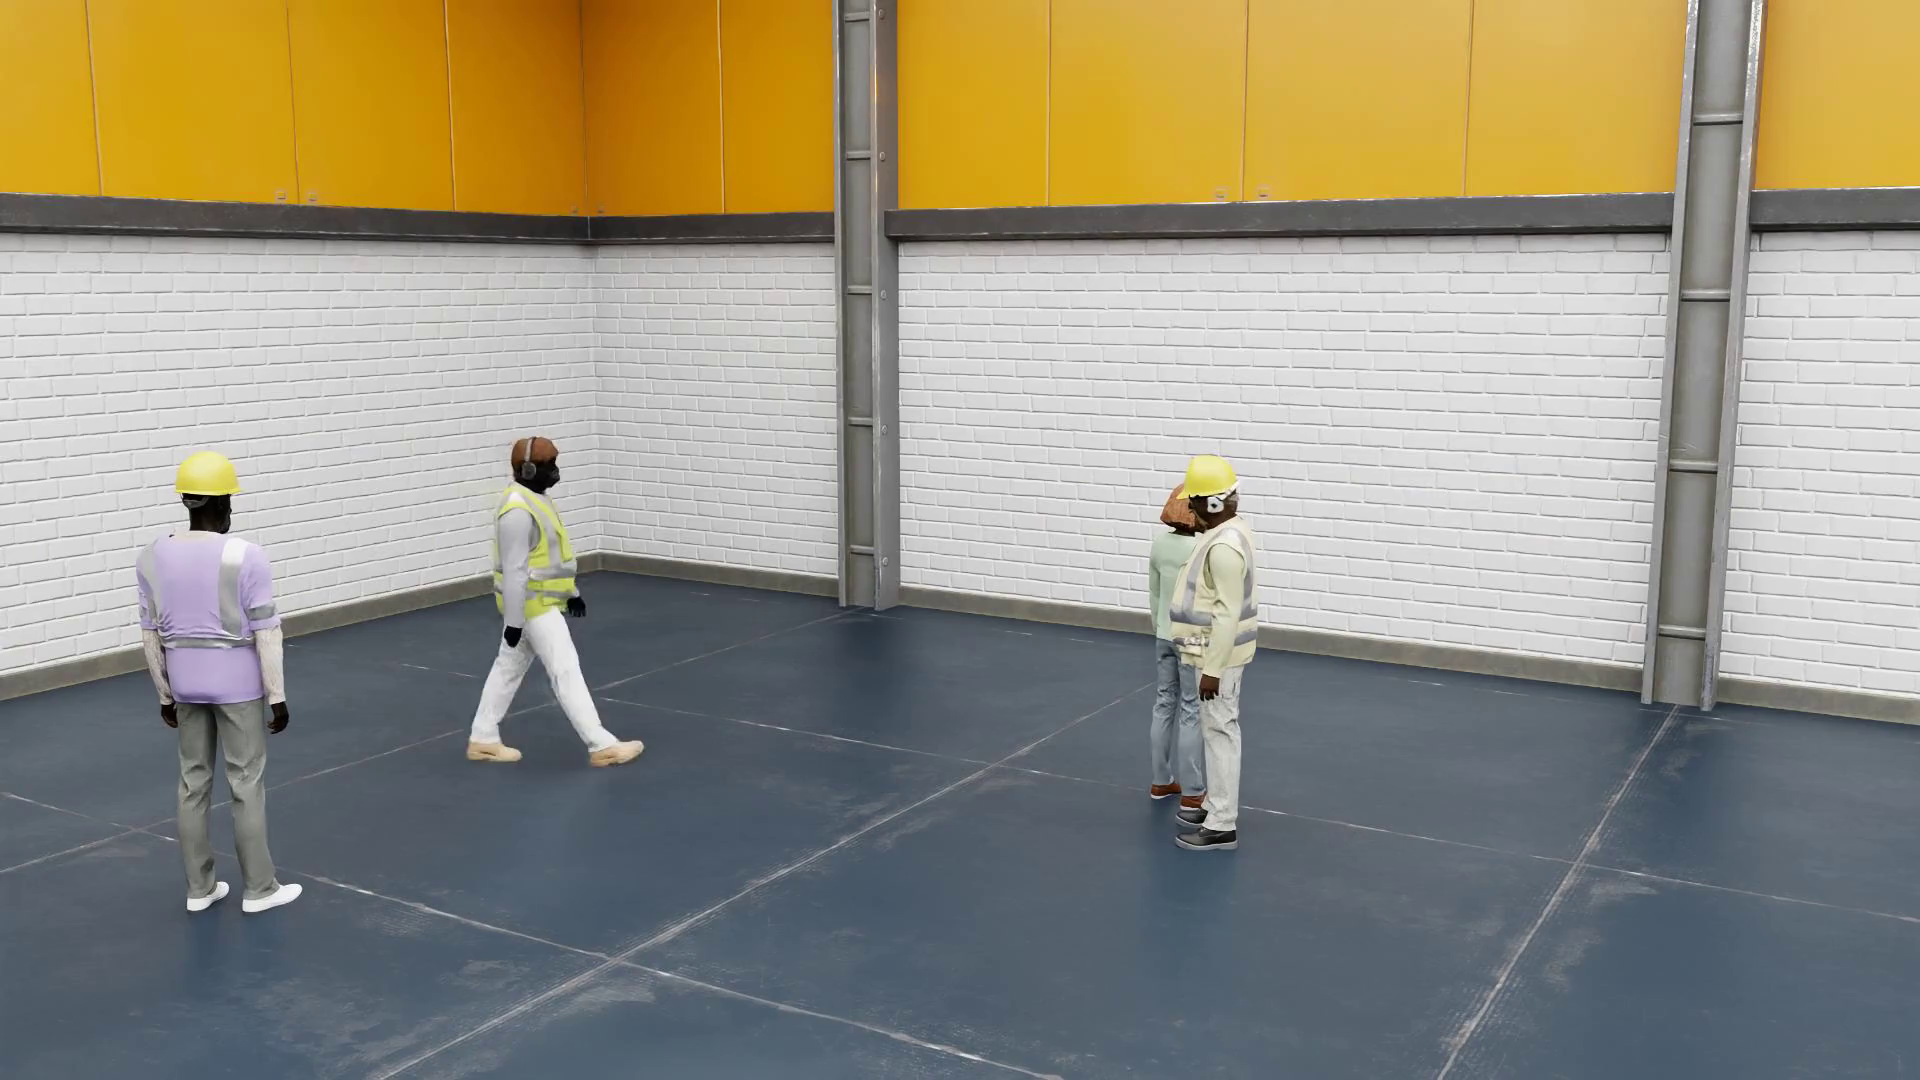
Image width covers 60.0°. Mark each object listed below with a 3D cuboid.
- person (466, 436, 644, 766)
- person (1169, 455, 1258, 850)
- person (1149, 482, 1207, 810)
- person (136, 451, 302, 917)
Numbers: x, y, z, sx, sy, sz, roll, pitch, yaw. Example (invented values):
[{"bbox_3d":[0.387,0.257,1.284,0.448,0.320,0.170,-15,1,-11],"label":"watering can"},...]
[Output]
[{"bbox_3d":[-2.236,0.336,8.908,0.964,1.795,0.620,-1,9,-9],"label":"person"},{"bbox_3d":[1.167,0.516,7.679,0.403,1.822,0.589,2,9,10],"label":"person"},{"bbox_3d":[1.126,0.519,8.251,0.283,1.633,0.500,-6,11,-31],"label":"person"},{"bbox_3d":[-3.049,0.597,6.845,0.587,1.928,0.362,1,9,7],"label":"person"}]
